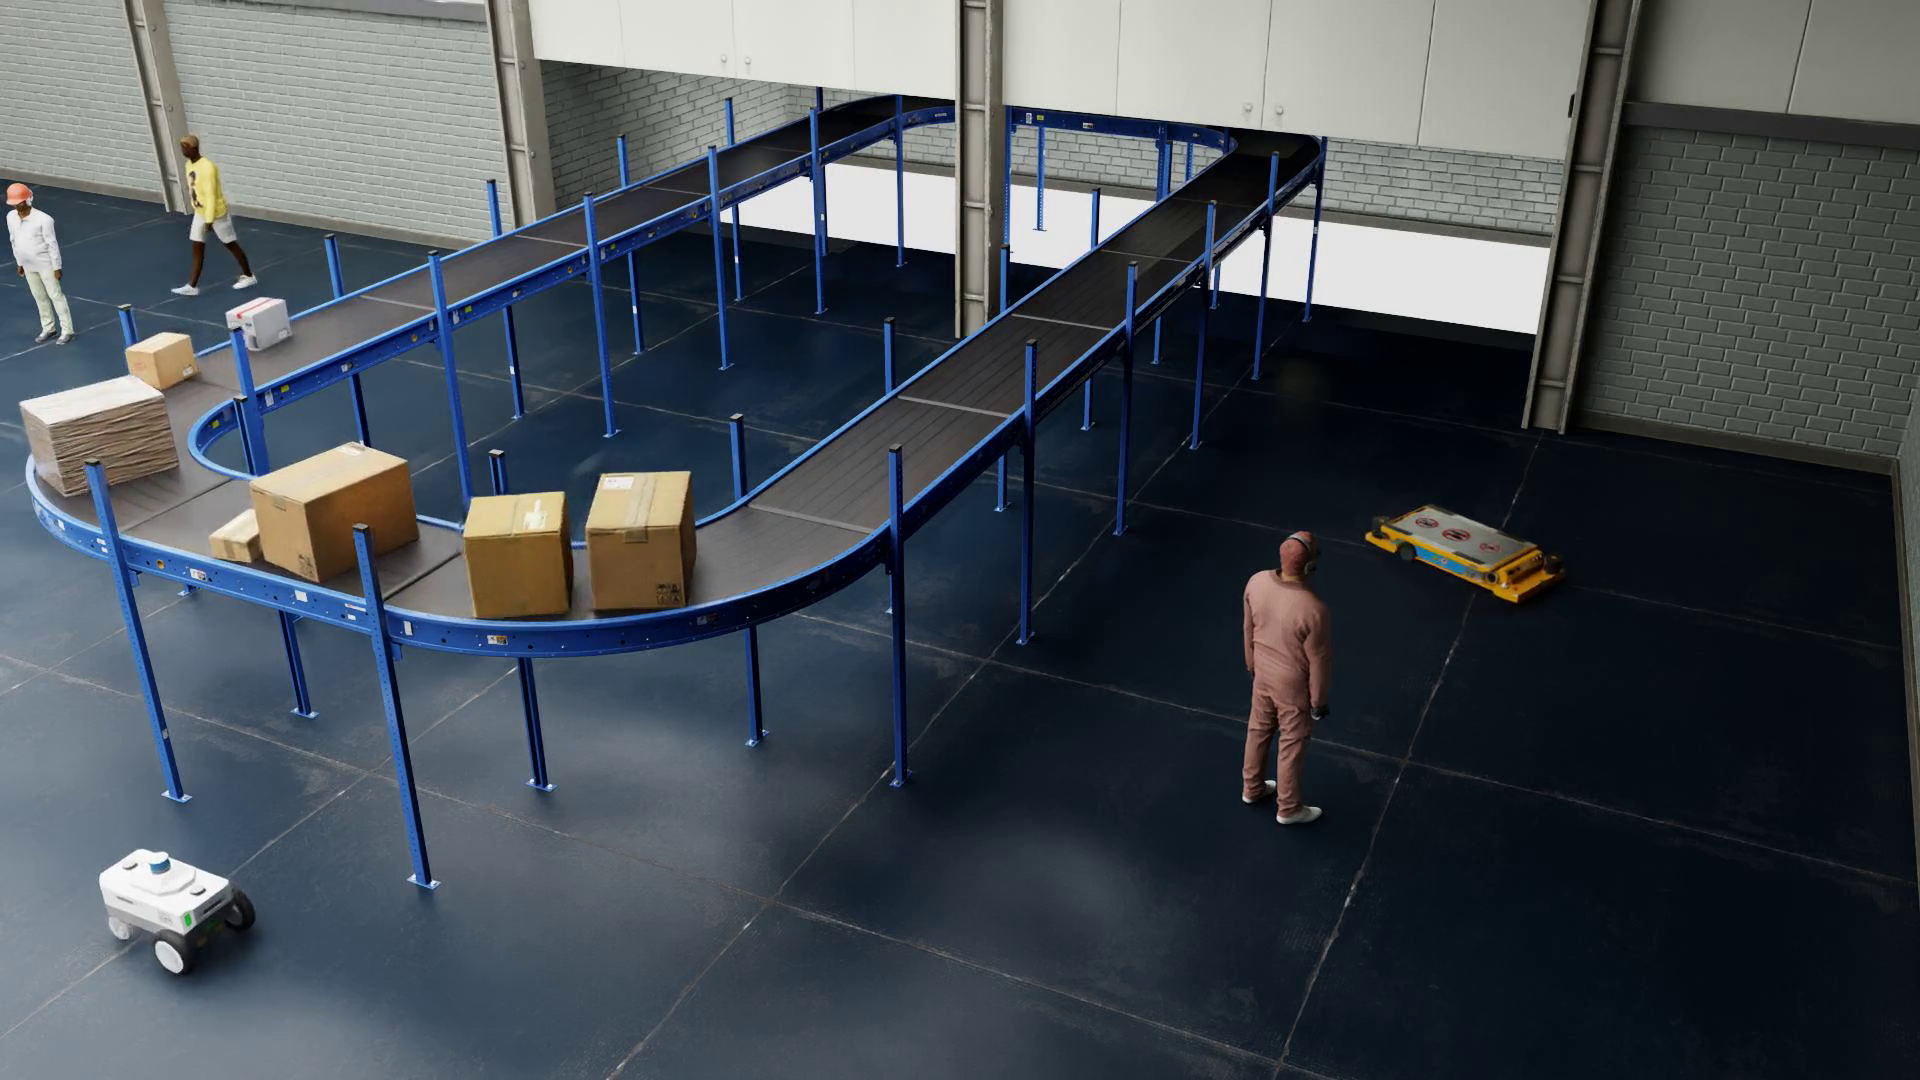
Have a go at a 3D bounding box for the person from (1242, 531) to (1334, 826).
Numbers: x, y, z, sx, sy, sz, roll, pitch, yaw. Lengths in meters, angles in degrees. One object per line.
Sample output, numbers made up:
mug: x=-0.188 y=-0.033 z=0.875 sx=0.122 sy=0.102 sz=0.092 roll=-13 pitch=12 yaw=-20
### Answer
person: x=1.977 y=0.824 z=9.969 sx=0.413 sy=1.912 sz=0.648 roll=-18 pitch=32 yaw=-32

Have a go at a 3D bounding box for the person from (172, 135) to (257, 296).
person: x=-8.747 y=-3.748 z=19.255 sx=0.543 sy=1.846 sz=1.008 roll=15 pitch=30 yaw=27

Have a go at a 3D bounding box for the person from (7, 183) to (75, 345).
person: x=-9.860 y=-2.952 z=17.765 sx=0.561 sy=1.743 sz=0.347 roll=7 pitch=27 yaw=14

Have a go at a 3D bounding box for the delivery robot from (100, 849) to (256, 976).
delivery robot: x=-4.329 y=2.001 z=9.144 sx=0.818 sy=0.614 sz=0.499 roll=12 pitch=29 yaw=23

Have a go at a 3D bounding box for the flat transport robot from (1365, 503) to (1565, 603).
flat transport robot: x=4.031 y=0.082 z=13.312 sx=0.659 sy=0.231 sz=1.431 roll=-21 pitch=33 yaw=-36
